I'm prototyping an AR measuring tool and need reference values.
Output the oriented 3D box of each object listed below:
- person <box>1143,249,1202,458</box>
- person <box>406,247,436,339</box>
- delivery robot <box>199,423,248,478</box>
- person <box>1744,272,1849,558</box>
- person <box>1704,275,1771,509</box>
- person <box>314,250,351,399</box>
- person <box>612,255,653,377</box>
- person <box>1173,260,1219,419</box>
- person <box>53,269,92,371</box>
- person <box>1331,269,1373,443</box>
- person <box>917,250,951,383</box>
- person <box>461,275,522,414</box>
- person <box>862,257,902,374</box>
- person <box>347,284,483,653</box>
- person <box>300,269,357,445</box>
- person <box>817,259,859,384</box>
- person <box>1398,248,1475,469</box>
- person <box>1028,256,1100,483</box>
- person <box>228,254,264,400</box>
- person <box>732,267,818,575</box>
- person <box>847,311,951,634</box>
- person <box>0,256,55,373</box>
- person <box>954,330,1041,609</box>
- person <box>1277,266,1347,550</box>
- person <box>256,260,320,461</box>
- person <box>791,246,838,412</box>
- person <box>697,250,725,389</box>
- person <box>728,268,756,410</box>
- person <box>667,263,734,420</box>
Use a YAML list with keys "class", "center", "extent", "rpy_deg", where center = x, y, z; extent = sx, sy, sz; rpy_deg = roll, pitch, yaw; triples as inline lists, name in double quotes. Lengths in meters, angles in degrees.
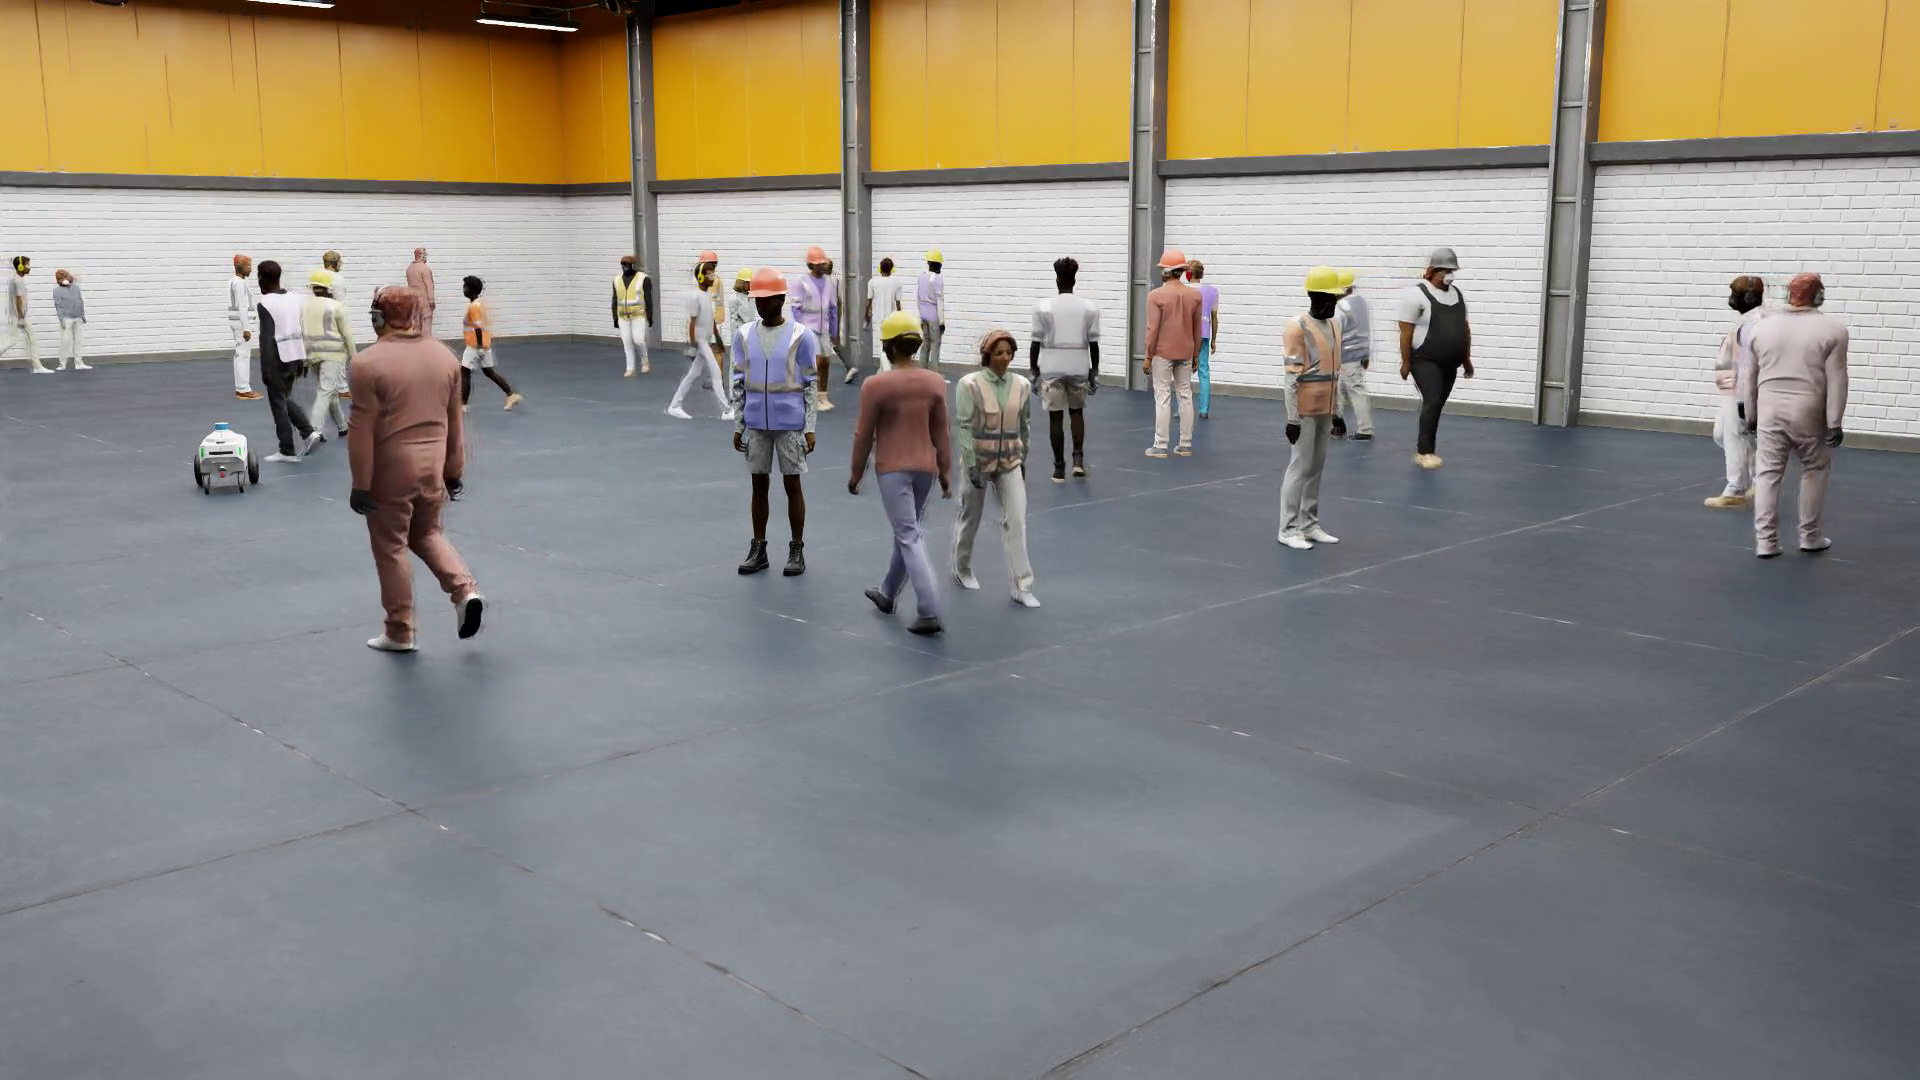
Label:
- class: "person"
  center: [2.038, -1.787, 16.005]
  extent: [0.623, 1.994, 0.382]
  rpy_deg: [-5, 11, -24]
- class: "person"
  center: [-9.837, -4.400, 30.504]
  extent: [0.643, 1.909, 0.410]
  rpy_deg: [8, 13, 36]
- class: "delivery robot"
  center: [-6.204, -0.746, 14.010]
  extent: [0.477, 0.478, 0.707]
  rpy_deg: [-4, 11, -20]
- class: "person"
  center: [5.599, -0.830, 11.086]
  extent: [0.673, 1.881, 0.785]
  rpy_deg: [10, 14, 44]
- class: "person"
  center: [6.107, -1.142, 12.947]
  extent: [0.460, 1.828, 0.647]
  rpy_deg: [5, 11, 25]
- class: "person"
  center: [-8.156, -2.801, 21.698]
  extent: [0.628, 1.940, 0.373]
  rpy_deg: [8, 13, 38]
- class: "person"
  center: [-4.938, -3.358, 25.024]
  extent: [0.652, 1.831, 0.434]
  rpy_deg: [3, 11, 14]
- class: "person"
  center: [2.720, -2.318, 19.321]
  extent: [0.566, 1.844, 0.387]
  rpy_deg: [-2, 11, -10]
- class: "person"
  center: [-14.067, -3.479, 26.336]
  extent: [0.328, 1.597, 0.596]
  rpy_deg: [3, 11, 17]
- class: "person"
  center: [3.965, -1.899, 17.187]
  extent: [0.749, 1.787, 0.619]
  rpy_deg: [7, 13, 35]
- class: "person"
  center: [-0.395, -3.204, 24.006]
  extent: [0.466, 1.923, 0.631]
  rpy_deg: [-7, 12, -33]
- class: "person"
  center: [-5.736, -2.348, 19.978]
  extent: [0.838, 1.662, 0.531]
  rpy_deg: [-1, 10, -7]
- class: "person"
  center: [-1.075, -3.113, 23.724]
  extent: [0.530, 1.824, 0.943]
  rpy_deg: [-4, 11, -20]
- class: "person"
  center: [-2.795, -0.344, 8.442]
  extent: [0.539, 1.893, 0.648]
  rpy_deg: [6, 12, 30]
- class: "person"
  center: [-6.514, -1.881, 17.112]
  extent: [0.583, 1.794, 0.945]
  rpy_deg: [4, 11, 20]
- class: "person"
  center: [-1.836, -3.141, 23.921]
  extent: [0.888, 1.818, 0.522]
  rpy_deg: [10, 14, 42]
- class: "person"
  center: [4.429, -1.674, 15.274]
  extent: [0.692, 2.000, 0.677]
  rpy_deg: [-6, 12, -29]
- class: "person"
  center: [0.892, -1.472, 14.437]
  extent: [0.608, 1.949, 0.506]
  rpy_deg: [-2, 11, -9]
- class: "person"
  center: [-9.349, -2.774, 21.692]
  extent: [0.343, 1.884, 0.584]
  rpy_deg: [-6, 12, -29]
- class: "person"
  center: [-1.172, -0.734, 10.429]
  extent: [0.552, 1.935, 0.366]
  rpy_deg: [2, 11, 13]
- class: "person"
  center: [-0.323, -0.376, 9.058]
  extent: [0.528, 1.716, 0.898]
  rpy_deg: [-7, 13, -35]
- class: "person"
  center: [-14.561, -3.443, 25.562]
  extent: [0.915, 1.826, 0.551]
  rpy_deg: [-5, 11, -25]
- class: "person"
  center: [0.180, -0.438, 9.783]
  extent: [0.506, 1.602, 0.844]
  rpy_deg: [-4, 11, -21]
- class: "person"
  center: [2.453, -0.904, 11.407]
  extent: [0.389, 1.929, 0.636]
  rpy_deg: [10, 14, 43]
- class: "person"
  center: [-6.392, -1.677, 15.658]
  extent: [0.441, 1.904, 0.621]
  rpy_deg: [2, 11, 10]
- class: "person"
  center: [-1.756, -2.546, 20.171]
  extent: [0.653, 1.995, 0.569]
  rpy_deg: [-9, 14, -40]
- class: "person"
  center: [-3.469, -3.071, 23.214]
  extent: [0.380, 1.933, 0.544]
  rpy_deg: [-1, 10, -4]
- class: "person"
  center: [-2.591, -2.402, 20.071]
  extent: [0.313, 1.739, 0.484]
  rpy_deg: [6, 12, 28]
- class: "person"
  center: [-2.982, -2.294, 19.279]
  extent: [0.971, 1.826, 0.537]
  rpy_deg: [1, 10, 6]
